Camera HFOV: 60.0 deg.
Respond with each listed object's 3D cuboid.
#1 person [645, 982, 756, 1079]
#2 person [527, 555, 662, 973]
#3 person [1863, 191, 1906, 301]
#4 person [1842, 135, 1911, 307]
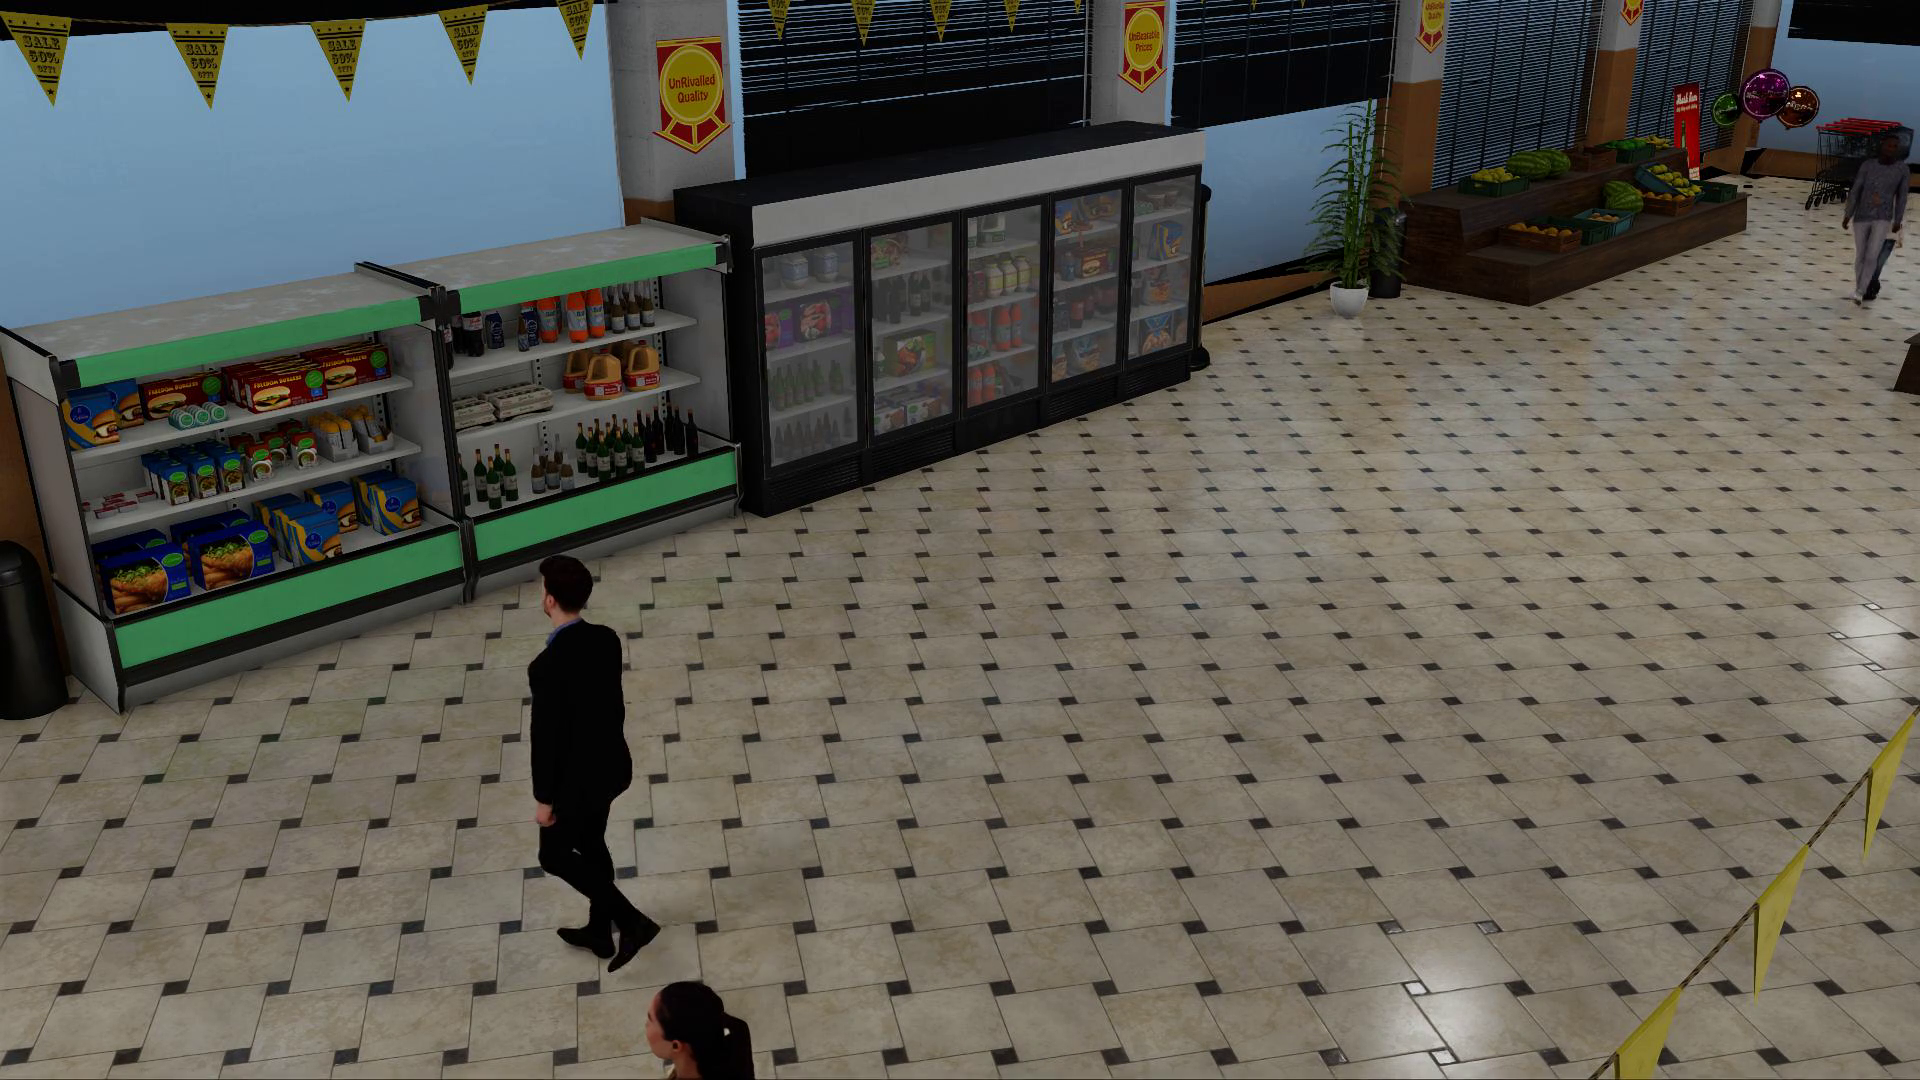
[{"bbox_3d":[-0.732,1.961,4.805,0.789,1.632,0.704,3,22,6],"label":"person"},{"bbox_3d":[-1.509,0.984,6.916,0.922,1.870,0.901,10,24,23],"label":"person"},{"bbox_3d":[10.119,-3.277,18.292,0.777,1.295,0.494,-20,29,-40],"label":"person"},{"bbox_3d":[9.960,-3.478,18.126,0.776,1.791,1.181,16,27,34],"label":"person"}]
